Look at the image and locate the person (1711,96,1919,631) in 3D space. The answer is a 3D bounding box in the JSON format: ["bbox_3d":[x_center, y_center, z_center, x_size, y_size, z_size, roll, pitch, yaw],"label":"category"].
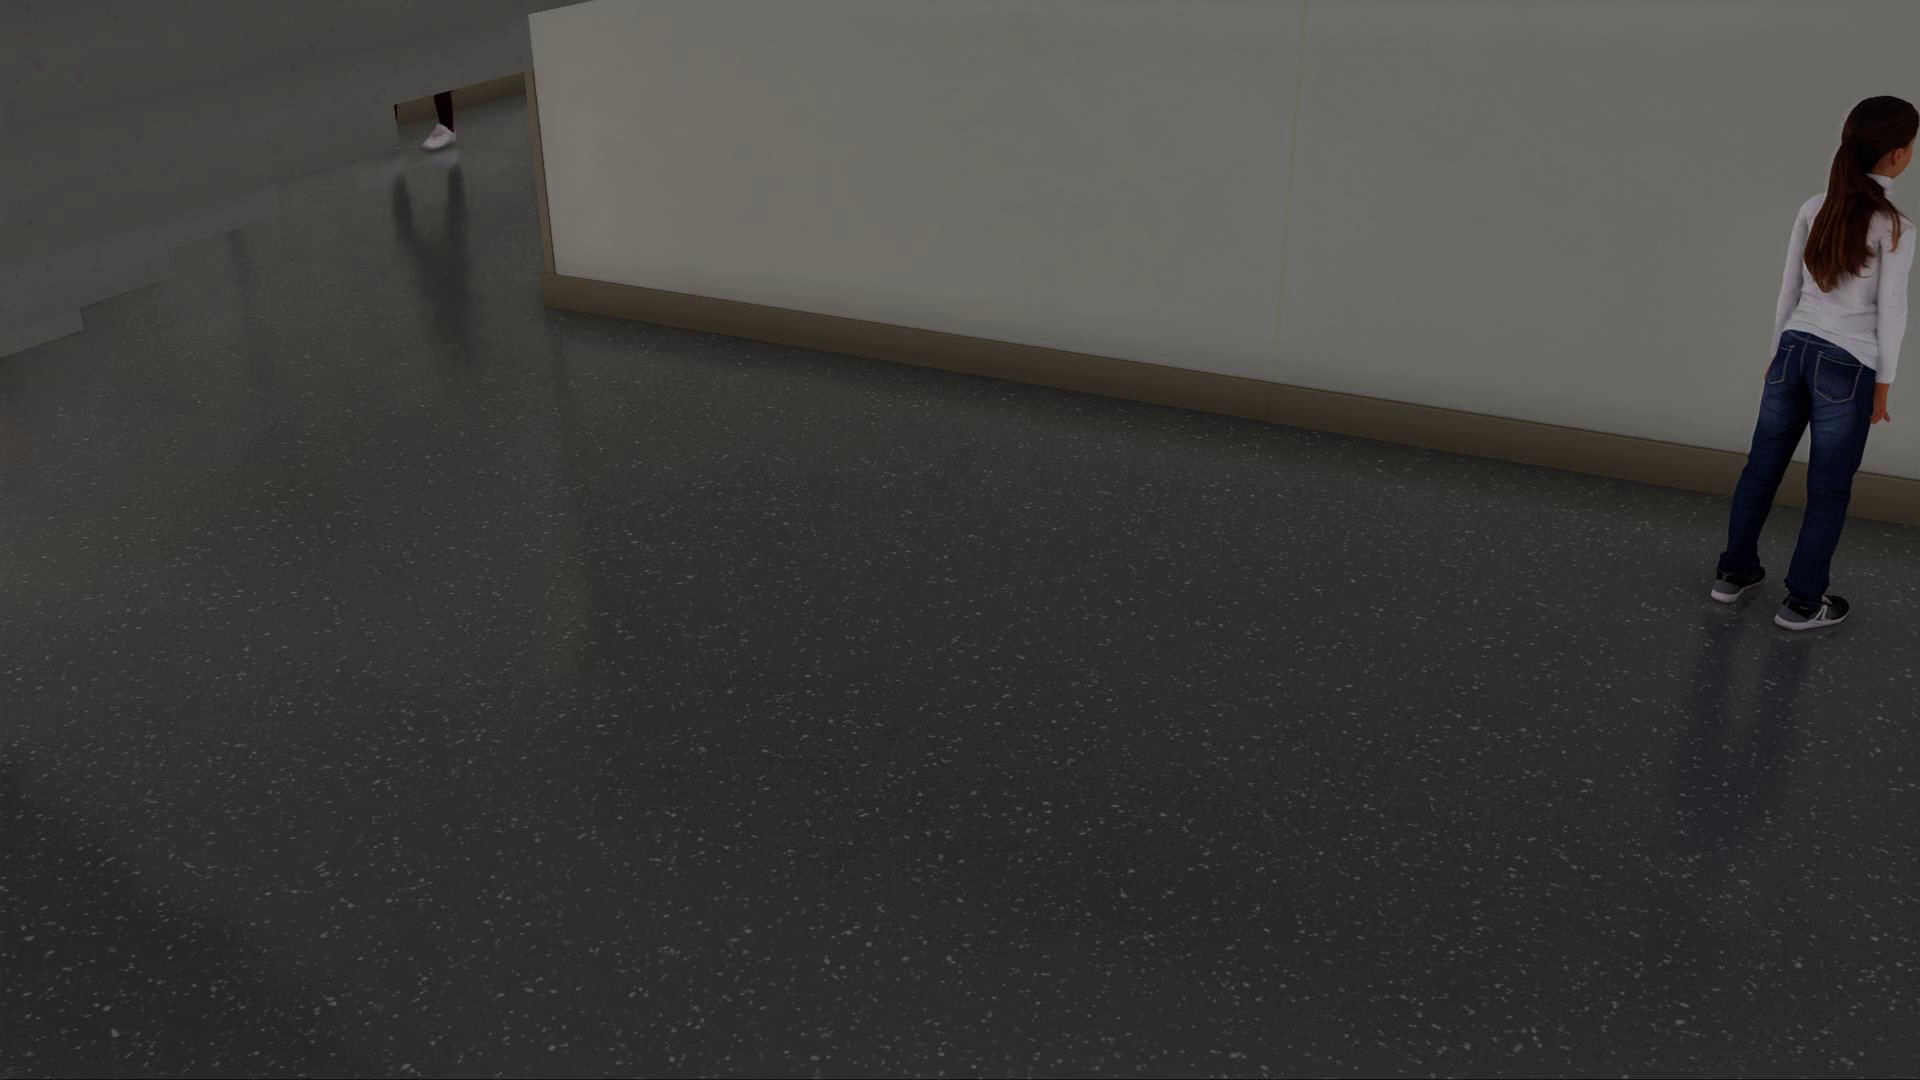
[{"bbox_3d":[2.501,-0.500,4.825,0.679,1.558,0.595,-16,30,-30],"label":"person"}]
